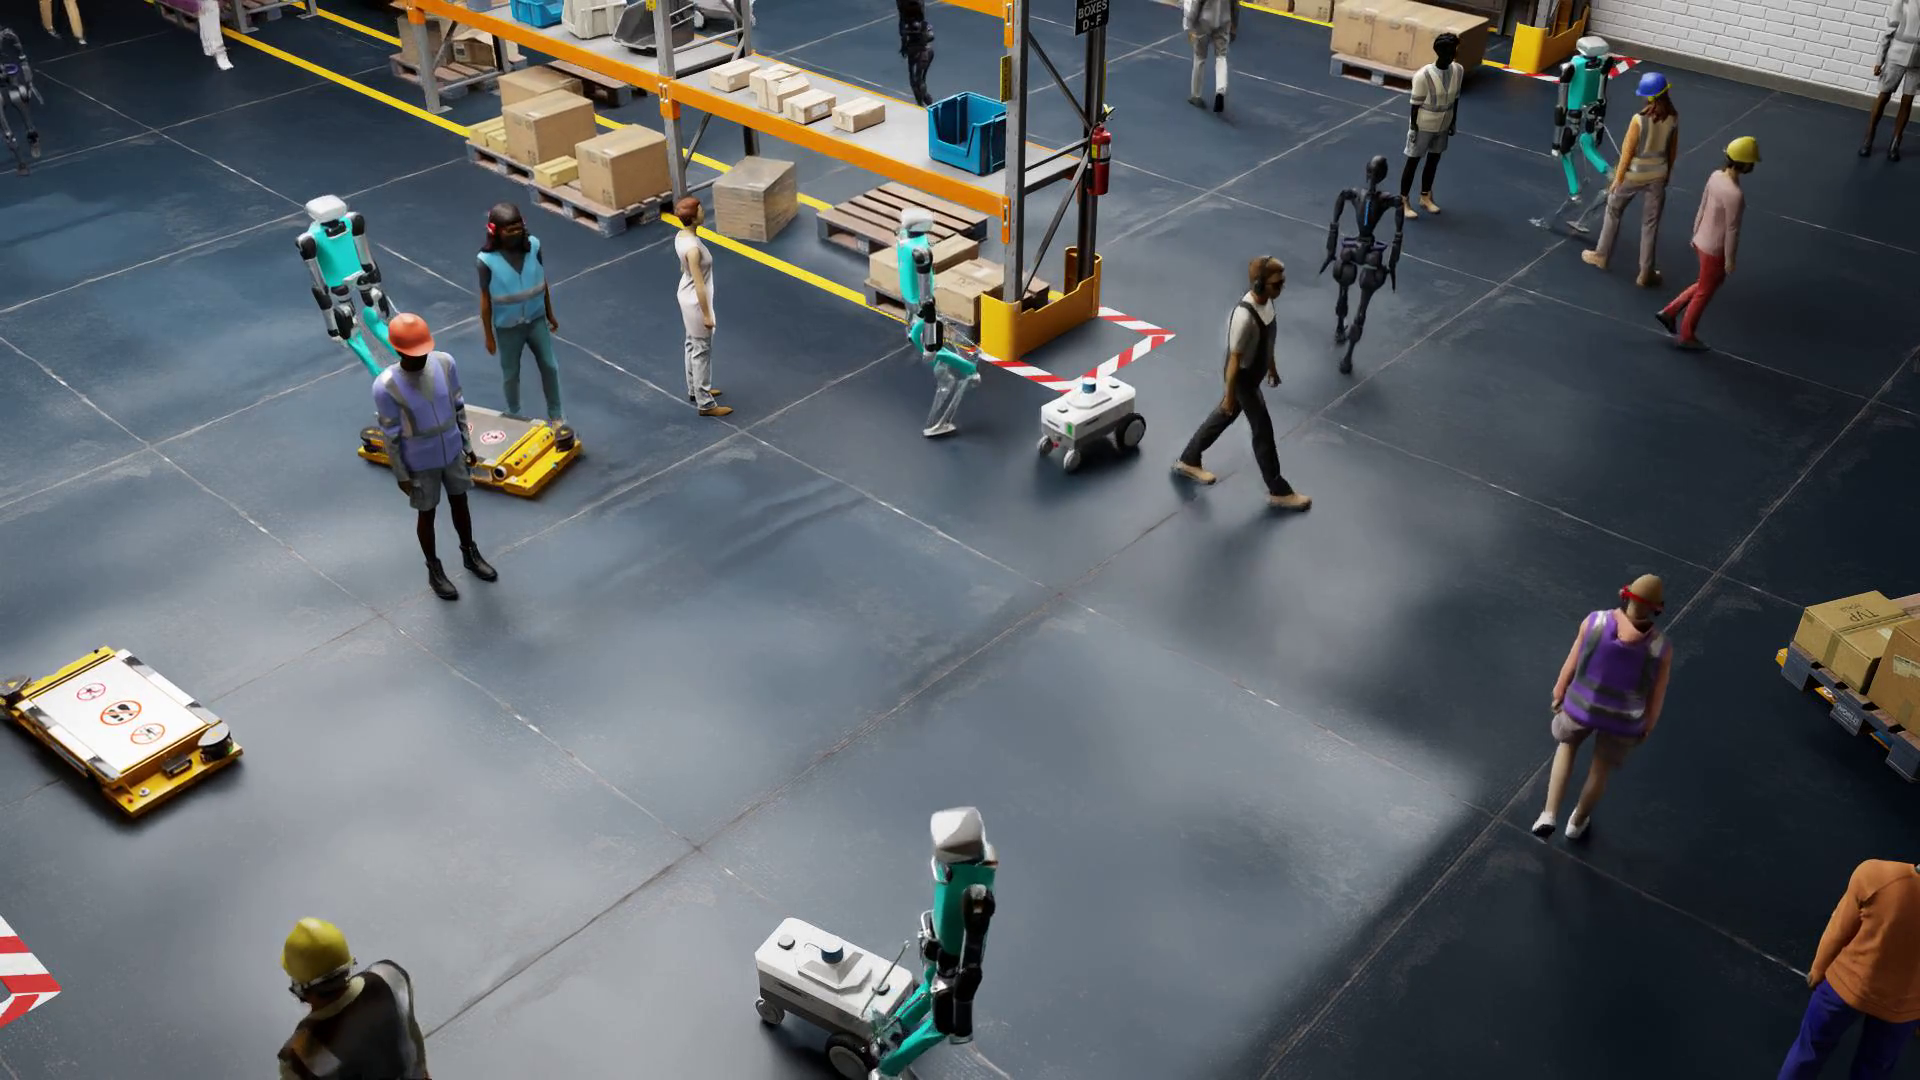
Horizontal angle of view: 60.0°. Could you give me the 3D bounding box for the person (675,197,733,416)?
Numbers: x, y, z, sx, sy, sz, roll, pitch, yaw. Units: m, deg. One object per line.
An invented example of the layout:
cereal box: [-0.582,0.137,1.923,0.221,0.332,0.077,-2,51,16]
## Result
person: [-1.883,-1.689,12.028,0.278,1.663,0.459,-12,37,-17]

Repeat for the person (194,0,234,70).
person: [-8.381,-6.201,18.395,0.392,1.876,0.870,-22,40,-28]

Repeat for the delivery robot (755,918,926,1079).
delivery robot: [-0.546,2.062,7.584,0.788,0.610,0.499,19,39,25]

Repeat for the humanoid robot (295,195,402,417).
humanoid robot: [-4.093,-1.473,11.735,0.821,1.877,0.550,20,39,27]

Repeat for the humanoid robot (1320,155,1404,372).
humanoid robot: [3.071,-2.158,12.722,0.594,1.628,0.752,12,36,17]

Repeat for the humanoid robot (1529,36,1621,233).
humanoid robot: [5.469,-3.450,14.513,0.554,1.765,0.911,-15,37,-20]

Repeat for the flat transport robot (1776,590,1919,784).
flat transport robot: [5.400,0.973,9.400,0.659,0.231,1.431,-11,36,-16]

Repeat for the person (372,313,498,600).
person: [-3.189,-0.514,10.099,0.386,1.929,0.542,28,43,34]

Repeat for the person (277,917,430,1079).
person: [-2.271,2.161,6.340,0.473,1.800,0.618,19,39,25]

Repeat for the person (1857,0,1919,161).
person: [9.161,-4.634,16.069,0.548,1.927,0.390,13,37,18]

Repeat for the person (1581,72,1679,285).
person: [5.704,-3.030,13.905,0.553,1.736,0.620,-3,35,-4]

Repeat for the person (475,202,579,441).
person: [-3.035,-1.479,11.583,0.560,1.842,0.639,-25,42,-31]

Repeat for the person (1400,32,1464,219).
person: [4.240,-3.730,14.960,0.532,1.692,0.320,-15,37,-20]

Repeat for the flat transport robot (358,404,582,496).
flat transport robot: [-3.482,-0.678,11.792,1.431,0.231,0.659,12,36,17]

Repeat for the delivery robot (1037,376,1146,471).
delivery robot: [0.931,-0.879,11.844,0.784,0.608,0.499,-27,43,-33]

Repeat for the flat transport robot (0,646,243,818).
flat transport robot: [-4.728,1.023,9.328,1.431,0.231,0.659,24,41,31]

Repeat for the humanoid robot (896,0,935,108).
humanoid robot: [-0.440,-5.036,16.866,0.417,1.632,0.610,-17,38,-23]

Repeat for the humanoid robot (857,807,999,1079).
humanoid robot: [-0.200,1.854,6.842,0.693,1.807,0.533,-6,35,-9]

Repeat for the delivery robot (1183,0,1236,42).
delivery robot: [2.893,-6.153,19.467,0.499,0.589,0.792,-8,35,-12]

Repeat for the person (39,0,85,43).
person: [-10.540,-6.645,19.174,0.575,1.700,0.906,-26,42,-33]

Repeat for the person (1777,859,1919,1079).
person: [3.715,1.798,6.713,0.515,1.973,0.401,18,39,25]

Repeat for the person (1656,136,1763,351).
person: [5.805,-2.251,12.765,0.399,1.755,0.529,4,35,6]

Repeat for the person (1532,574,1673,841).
person: [3.198,0.879,8.292,0.514,1.673,0.425,19,39,26]

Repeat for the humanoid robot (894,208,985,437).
humanoid robot: [-0.105,-1.475,11.696,0.706,1.836,0.550,-11,36,-16]

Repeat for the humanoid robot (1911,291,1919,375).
humanoid robot: [7.555,-1.970,12.425,0.609,1.643,0.339,11,36,15]

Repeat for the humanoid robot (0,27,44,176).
humanoid robot: [-9.143,-4.347,15.873,0.612,1.635,0.545,-16,38,-21]

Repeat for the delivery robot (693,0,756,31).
delivery robot: [-2.831,-6.340,19.756,0.812,0.609,0.499,14,37,20]

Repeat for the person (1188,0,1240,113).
person: [2.617,-5.328,17.112,0.568,1.882,0.650,-3,35,-4]

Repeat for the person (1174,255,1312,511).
person: [1.911,-1.066,11.019,0.997,1.797,0.524,13,37,18]
